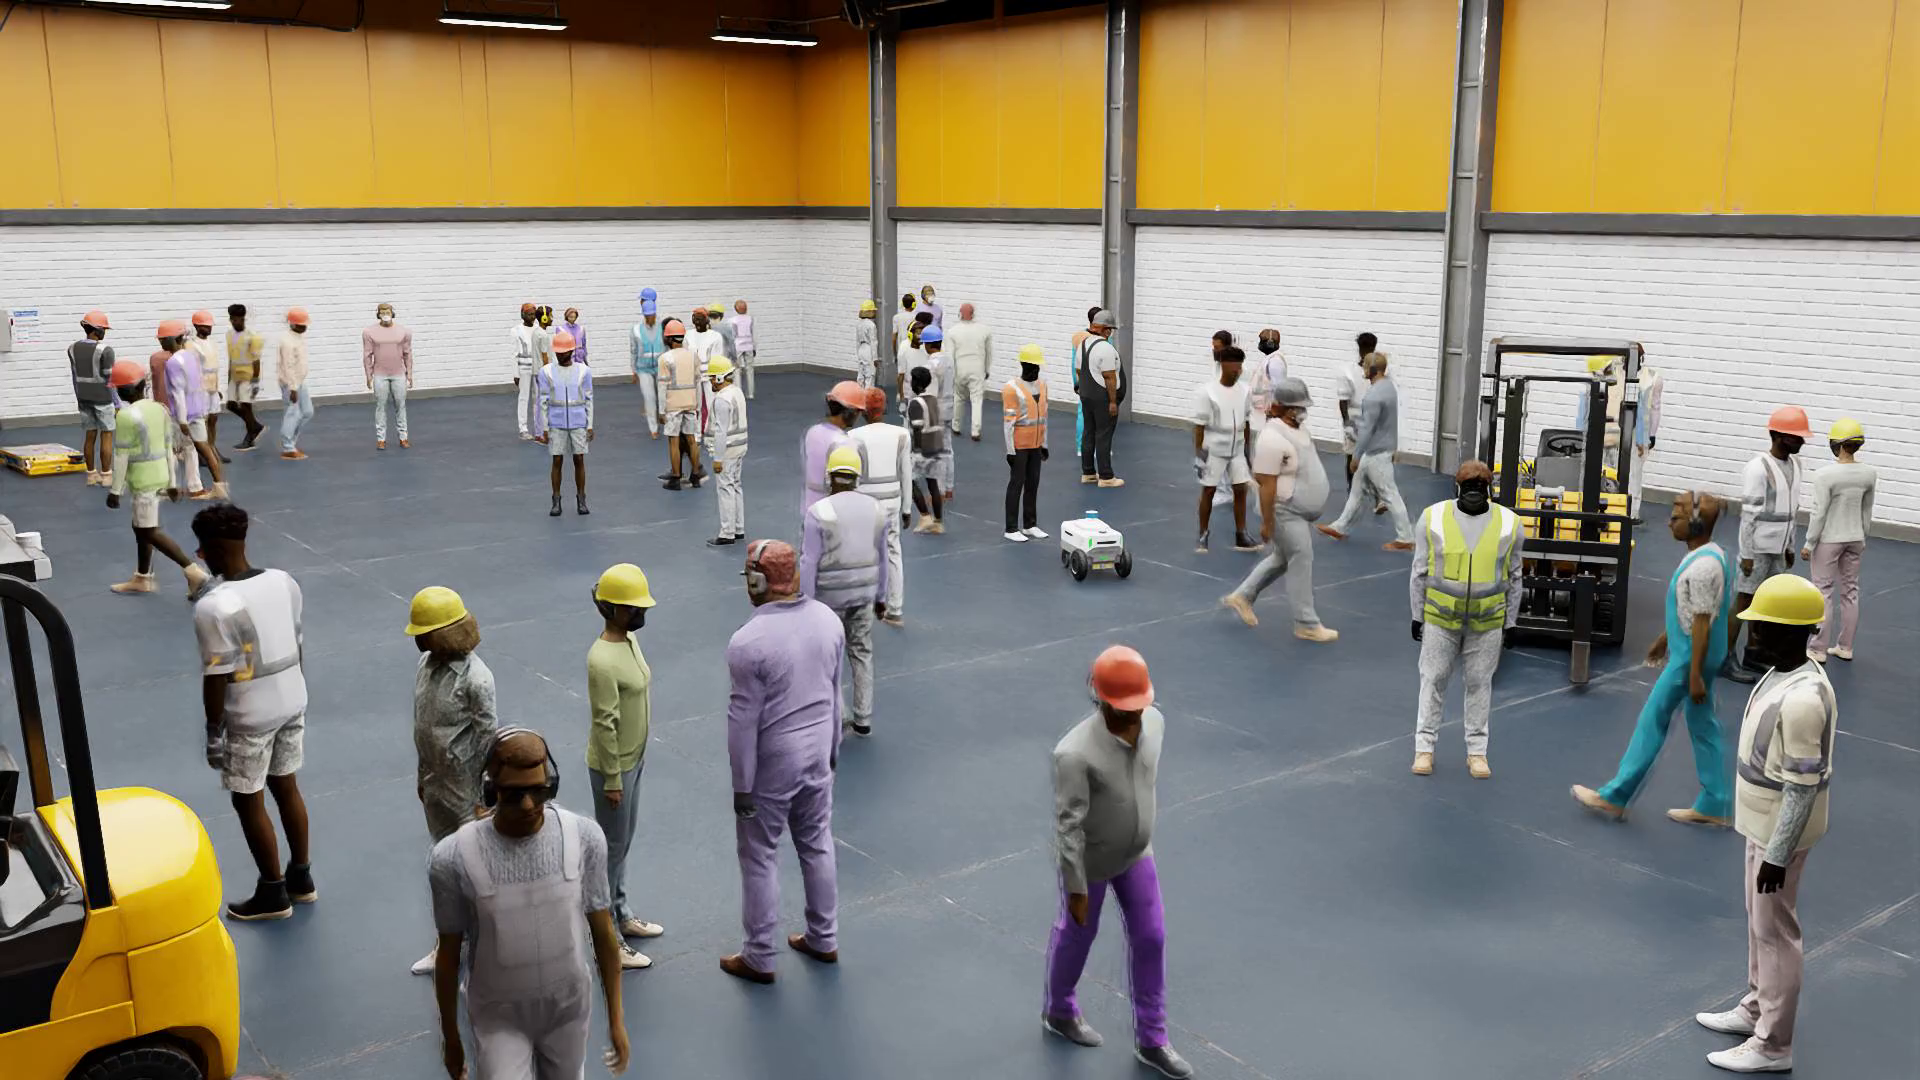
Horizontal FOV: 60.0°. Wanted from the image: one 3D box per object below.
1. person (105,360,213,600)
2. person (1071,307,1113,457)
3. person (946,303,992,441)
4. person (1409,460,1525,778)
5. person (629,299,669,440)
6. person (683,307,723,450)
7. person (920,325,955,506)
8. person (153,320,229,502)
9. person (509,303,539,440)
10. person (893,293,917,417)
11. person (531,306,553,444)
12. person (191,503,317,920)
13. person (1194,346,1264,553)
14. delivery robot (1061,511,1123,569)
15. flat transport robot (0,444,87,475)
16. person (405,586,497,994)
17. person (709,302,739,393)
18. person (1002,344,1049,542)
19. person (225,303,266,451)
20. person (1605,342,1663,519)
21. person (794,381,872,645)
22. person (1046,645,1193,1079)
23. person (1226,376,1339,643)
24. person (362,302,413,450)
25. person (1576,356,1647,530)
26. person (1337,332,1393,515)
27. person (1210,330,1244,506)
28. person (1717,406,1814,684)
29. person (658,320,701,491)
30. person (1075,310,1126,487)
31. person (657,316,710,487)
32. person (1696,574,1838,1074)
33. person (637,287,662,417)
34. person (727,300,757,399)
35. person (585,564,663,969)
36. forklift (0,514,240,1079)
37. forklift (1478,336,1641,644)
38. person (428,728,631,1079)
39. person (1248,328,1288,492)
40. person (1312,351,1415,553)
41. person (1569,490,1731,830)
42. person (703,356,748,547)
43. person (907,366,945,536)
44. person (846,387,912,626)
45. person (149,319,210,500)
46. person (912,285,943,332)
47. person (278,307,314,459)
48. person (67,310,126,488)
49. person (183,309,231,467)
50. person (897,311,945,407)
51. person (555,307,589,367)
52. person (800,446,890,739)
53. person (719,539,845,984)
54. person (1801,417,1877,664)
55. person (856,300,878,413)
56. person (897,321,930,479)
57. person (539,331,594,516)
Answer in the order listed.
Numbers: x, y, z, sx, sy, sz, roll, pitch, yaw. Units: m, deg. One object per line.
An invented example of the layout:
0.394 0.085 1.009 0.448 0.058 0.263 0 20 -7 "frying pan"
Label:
-6.644 -0.483 13.670 0.917 2.010 0.598 0 12 0 "person"
1.691 -2.019 21.285 0.590 1.918 0.386 9 14 36 "person"
0.115 -2.323 22.914 0.646 1.854 1.003 -1 12 -7 "person"
2.889 0.452 9.536 0.619 1.845 0.430 2 12 12 "person"
-4.237 -2.360 22.924 0.613 1.919 0.728 -3 12 -14 "person"
-3.375 -2.110 21.837 0.578 1.878 0.352 4 12 17 "person"
-0.259 -1.340 17.936 0.402 1.943 0.608 5 13 21 "person"
-8.498 -1.380 18.008 1.004 1.989 0.622 0 12 1 "person"
-5.894 -2.312 22.815 0.349 1.879 0.568 10 15 40 "person"
-0.772 -2.792 25.132 0.521 1.873 0.334 4 12 20 "person"
-5.592 -2.217 22.386 0.325 1.862 0.511 -6 13 -27 "person"
-3.264 0.788 7.658 0.452 1.942 0.618 3 12 15 "person"
2.493 -0.823 15.471 0.689 1.945 0.578 -5 13 -23 "person"
1.160 -0.015 14.688 0.477 0.478 0.707 -4 12 -17 "delivery robot"
-11.264 -1.006 20.388 0.652 0.197 1.431 -11 16 -42 "flat transport robot"
-2.132 1.035 6.978 0.484 1.736 0.308 9 15 37 "person"
-3.678 -2.729 25.186 0.525 1.723 0.905 6 13 28 "person"
0.655 -0.939 16.084 0.394 1.919 0.582 11 16 41 "person"
-9.357 -2.131 21.760 0.645 1.941 0.484 7 13 30 "person"
6.851 -1.115 17.103 0.625 1.846 0.429 5 13 24 "person"
-1.039 -0.155 12.101 0.835 1.999 0.682 -8 14 -35 "person"
0.578 1.198 6.271 0.566 1.696 0.790 -8 14 -35 "person"
2.447 -0.268 12.529 0.867 2.000 0.691 5 13 25 "person"
-7.518 -2.161 21.919 0.632 1.940 0.372 -5 13 -25 "person"
6.542 -0.994 16.667 0.729 1.782 0.440 2 12 10 "person"
4.259 -1.222 17.451 0.605 1.899 1.032 0 12 2 "person"
2.793 -1.306 17.900 0.639 1.894 0.609 -1 12 -6 "person"
5.544 0.036 11.367 0.558 1.925 0.421 -7 14 -30 "person"
-3.196 -1.527 18.895 0.549 1.930 0.386 -10 15 -40 "person"
1.654 -1.645 19.179 0.536 2.000 0.676 -6 13 -27 "person"
-3.234 -1.611 19.224 0.558 1.962 0.708 -4 12 -17 "person"
3.082 1.074 6.323 0.367 1.927 0.590 4 12 18 "person"
-4.669 -2.838 25.160 0.380 1.951 0.605 -2 12 -8 "person"
-3.559 -3.100 27.182 0.521 1.639 0.314 -6 13 -26 "person"
-1.457 0.966 7.243 0.322 1.765 0.533 0 12 1 "person"
-3.687 1.115 5.480 2.313 2.155 1.214 -9 15 -36 "forklift"
4.683 -0.471 13.136 1.214 2.155 2.313 4 12 20 "forklift"
-1.251 1.426 4.883 0.514 1.829 0.484 -7 13 -29 "person"
3.475 -1.469 18.813 0.429 1.842 0.634 1 12 4 "person"
3.859 -0.832 15.638 1.035 1.880 0.660 5 13 25 "person"
3.719 0.624 8.790 0.810 1.814 0.519 8 14 32 "person"
-2.233 -0.844 15.859 0.403 1.820 0.598 2 12 8 "person"
-0.331 -0.867 16.321 0.423 1.665 0.557 6 13 28 "person"
-0.648 -0.240 12.790 0.575 1.881 0.366 -6 13 -25 "person"
-8.593 -1.438 18.330 0.610 1.986 0.407 3 12 12 "person"
-0.506 -3.023 26.081 0.635 1.939 0.362 -10 15 -40 "person"
-8.357 -1.970 20.972 0.565 1.947 0.648 0 12 -2 "person"
-9.839 -1.603 19.021 0.616 2.028 0.409 4 12 17 "person"
-9.305 -1.881 20.573 0.373 1.934 0.551 2 12 9 "person"
-0.423 -1.807 20.192 0.664 1.947 0.473 -6 13 -27 "person"
-5.913 -2.722 25.357 0.513 1.640 0.309 -10 15 -39 "person"
-0.709 0.337 10.168 0.628 1.809 0.466 -9 14 -36 "person"
-0.766 0.931 7.105 0.399 1.896 0.658 10 16 41 "person"
6.242 0.008 11.865 0.533 1.768 0.311 -3 12 -16 "person"
-1.400 -2.795 25.459 0.294 1.744 0.484 -9 15 -36 "person"
-0.523 -1.656 19.670 0.331 1.864 0.506 11 16 44 "person"
-4.086 -1.209 17.344 0.547 1.930 0.384 -3 12 -14 "person"
